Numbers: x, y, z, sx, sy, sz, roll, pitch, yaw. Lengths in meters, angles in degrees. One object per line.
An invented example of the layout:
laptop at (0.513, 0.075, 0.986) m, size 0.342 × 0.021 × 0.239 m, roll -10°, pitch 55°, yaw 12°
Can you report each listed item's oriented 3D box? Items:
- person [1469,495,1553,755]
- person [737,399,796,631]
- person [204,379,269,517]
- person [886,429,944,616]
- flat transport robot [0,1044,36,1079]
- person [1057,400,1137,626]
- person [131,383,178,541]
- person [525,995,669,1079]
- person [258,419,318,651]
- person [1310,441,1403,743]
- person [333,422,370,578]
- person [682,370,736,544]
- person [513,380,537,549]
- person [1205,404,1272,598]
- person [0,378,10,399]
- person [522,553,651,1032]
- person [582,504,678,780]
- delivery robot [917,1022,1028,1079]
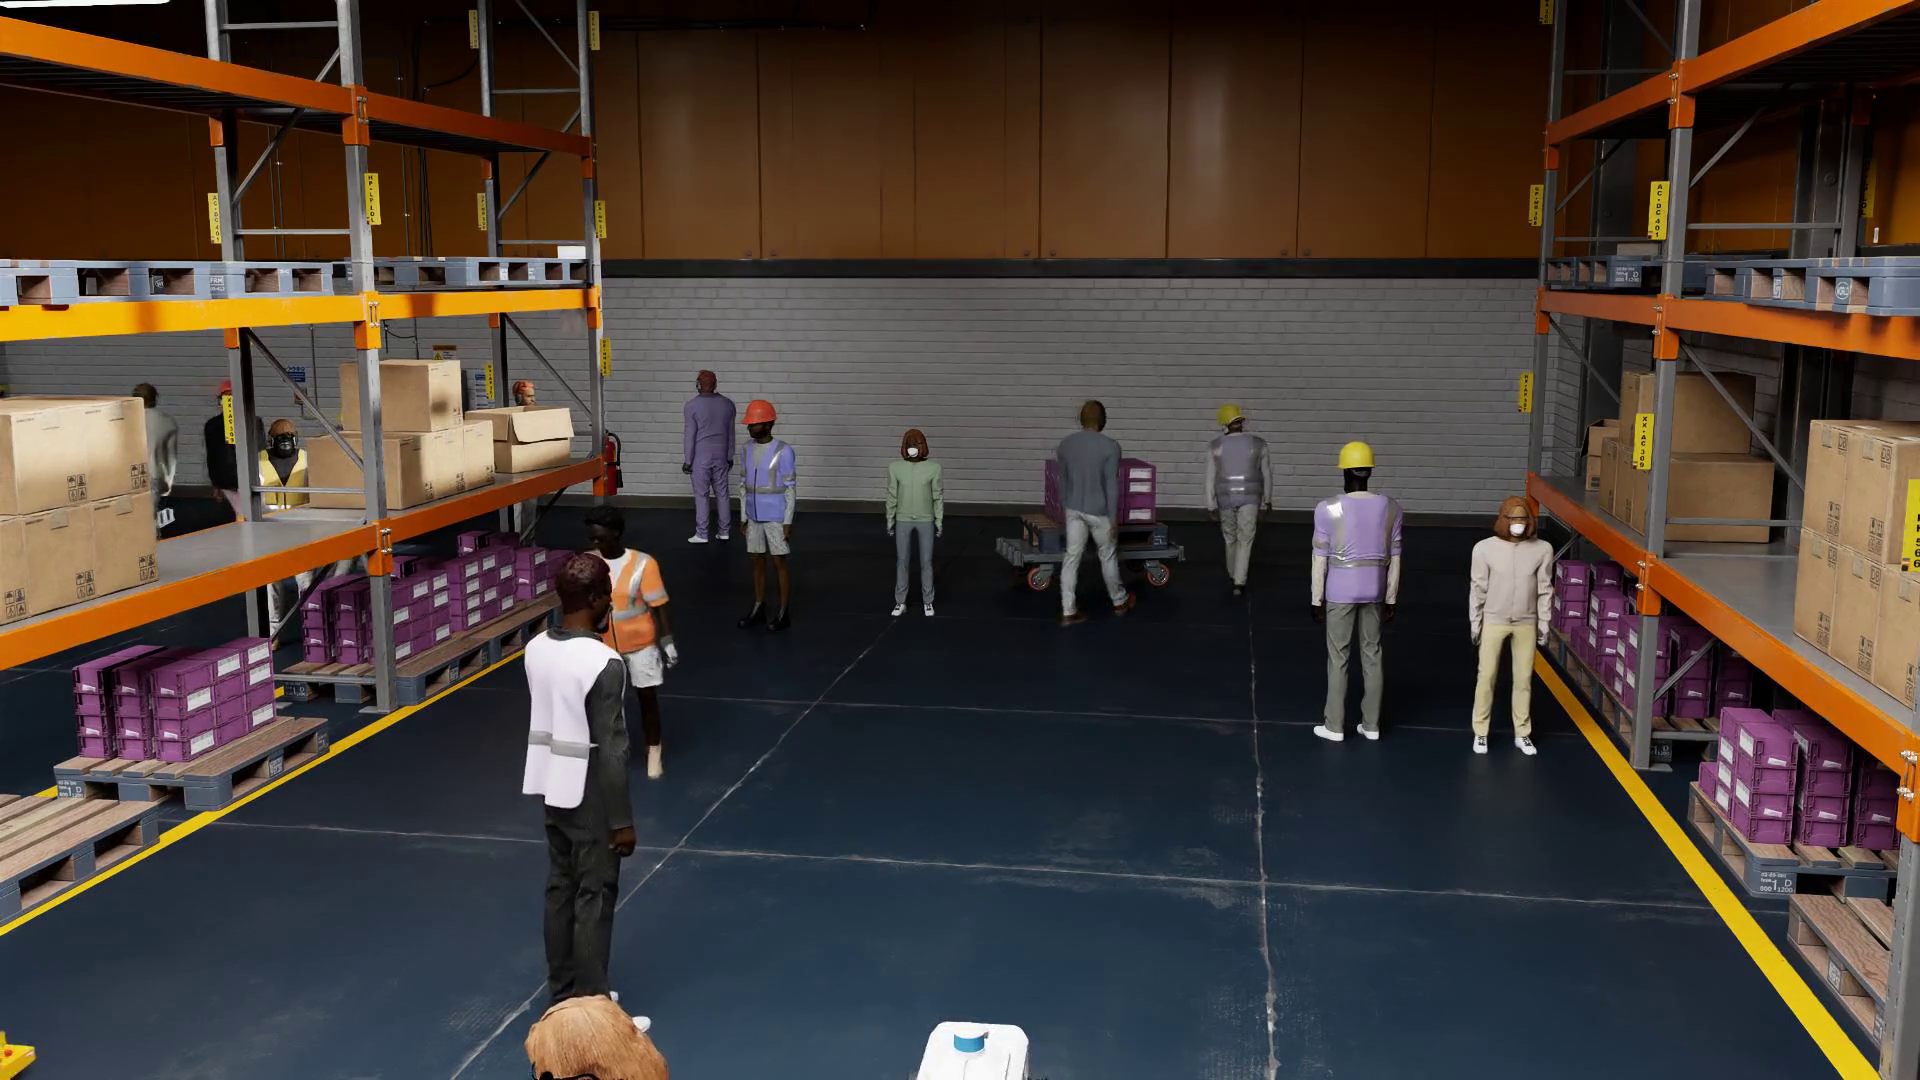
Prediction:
person at (3.393, 0.529, 10.275) m, size 0.504 × 1.626 × 0.284 m, roll 0°, pitch 9°, yaw 3°
person at (-1.623, -0.205, 13.837) m, size 0.548 × 1.934 × 0.375 m, roll 6°, pitch 11°, yaw 32°
person at (-6.907, -0.552, 15.921) m, size 0.690 × 1.952 × 0.671 m, roll 1°, pitch 9°, yaw 7°
person at (-0.391, -0.149, 14.417) m, size 0.507 × 1.632 × 0.275 m, roll 1°, pitch 9°, yaw 4°
flat transport robot at (-3.889, 1.966, 5.566) m, size 0.652 × 0.197 × 1.431 m, roll 1°, pitch 9°, yaw 9°
person at (1.163, -0.246, 14.213) m, size 0.653 × 1.894 × 0.919 m, roll 6°, pitch 11°, yaw 34°
person at (-8.026, -0.580, 16.280) m, size 0.716 × 1.890 × 0.785 m, roll -7°, pitch 12°, yaw -37°
person at (-0.674, 1.669, 3.243) m, size 0.283 × 1.623 × 0.510 m, roll -2°, pitch 9°, yaw -13°
person at (-5.309, -0.041, 13.150) m, size 0.627 × 1.836 × 0.428 m, roll -4°, pitch 10°, yaw -22°
person at (2.505, 0.331, 10.594) m, size 0.588 × 1.919 × 0.402 m, roll -2°, pitch 9°, yaw -10°
person at (-5.410, -0.300, 14.895) m, size 0.613 × 1.790 × 0.932 m, roll 5°, pitch 11°, yaw 30°
person at (-2.772, -0.911, 18.276) m, size 0.651 × 1.906 × 0.409 m, roll -8°, pitch 12°, yaw -40°
person at (-4.459, -0.689, 17.000) m, size 0.350 × 1.879 × 0.578 m, roll 4°, pitch 10°, yaw 21°
person at (2.572, -0.372, 15.420) m, size 0.604 × 1.767 × 0.979 m, roll 2°, pitch 10°, yaw 15°
person at (-10.537, -0.853, 18.070) m, size 1.044 × 1.872 × 0.602 m, roll -8°, pitch 12°, yaw -39°
person at (-1.471, 1.003, 6.463) m, size 0.406 × 1.916 × 0.600 m, roll -8°, pitch 12°, yaw -42°
person at (-1.931, 0.617, 9.610) m, size 0.642 × 1.660 × 0.660 m, roll 1°, pitch 9°, yaw 4°
delivery robot at (0.029, 1.809, 5.371) m, size 0.477 × 0.478 × 0.707 m, roll 1°, pitch 9°, yaw 7°
